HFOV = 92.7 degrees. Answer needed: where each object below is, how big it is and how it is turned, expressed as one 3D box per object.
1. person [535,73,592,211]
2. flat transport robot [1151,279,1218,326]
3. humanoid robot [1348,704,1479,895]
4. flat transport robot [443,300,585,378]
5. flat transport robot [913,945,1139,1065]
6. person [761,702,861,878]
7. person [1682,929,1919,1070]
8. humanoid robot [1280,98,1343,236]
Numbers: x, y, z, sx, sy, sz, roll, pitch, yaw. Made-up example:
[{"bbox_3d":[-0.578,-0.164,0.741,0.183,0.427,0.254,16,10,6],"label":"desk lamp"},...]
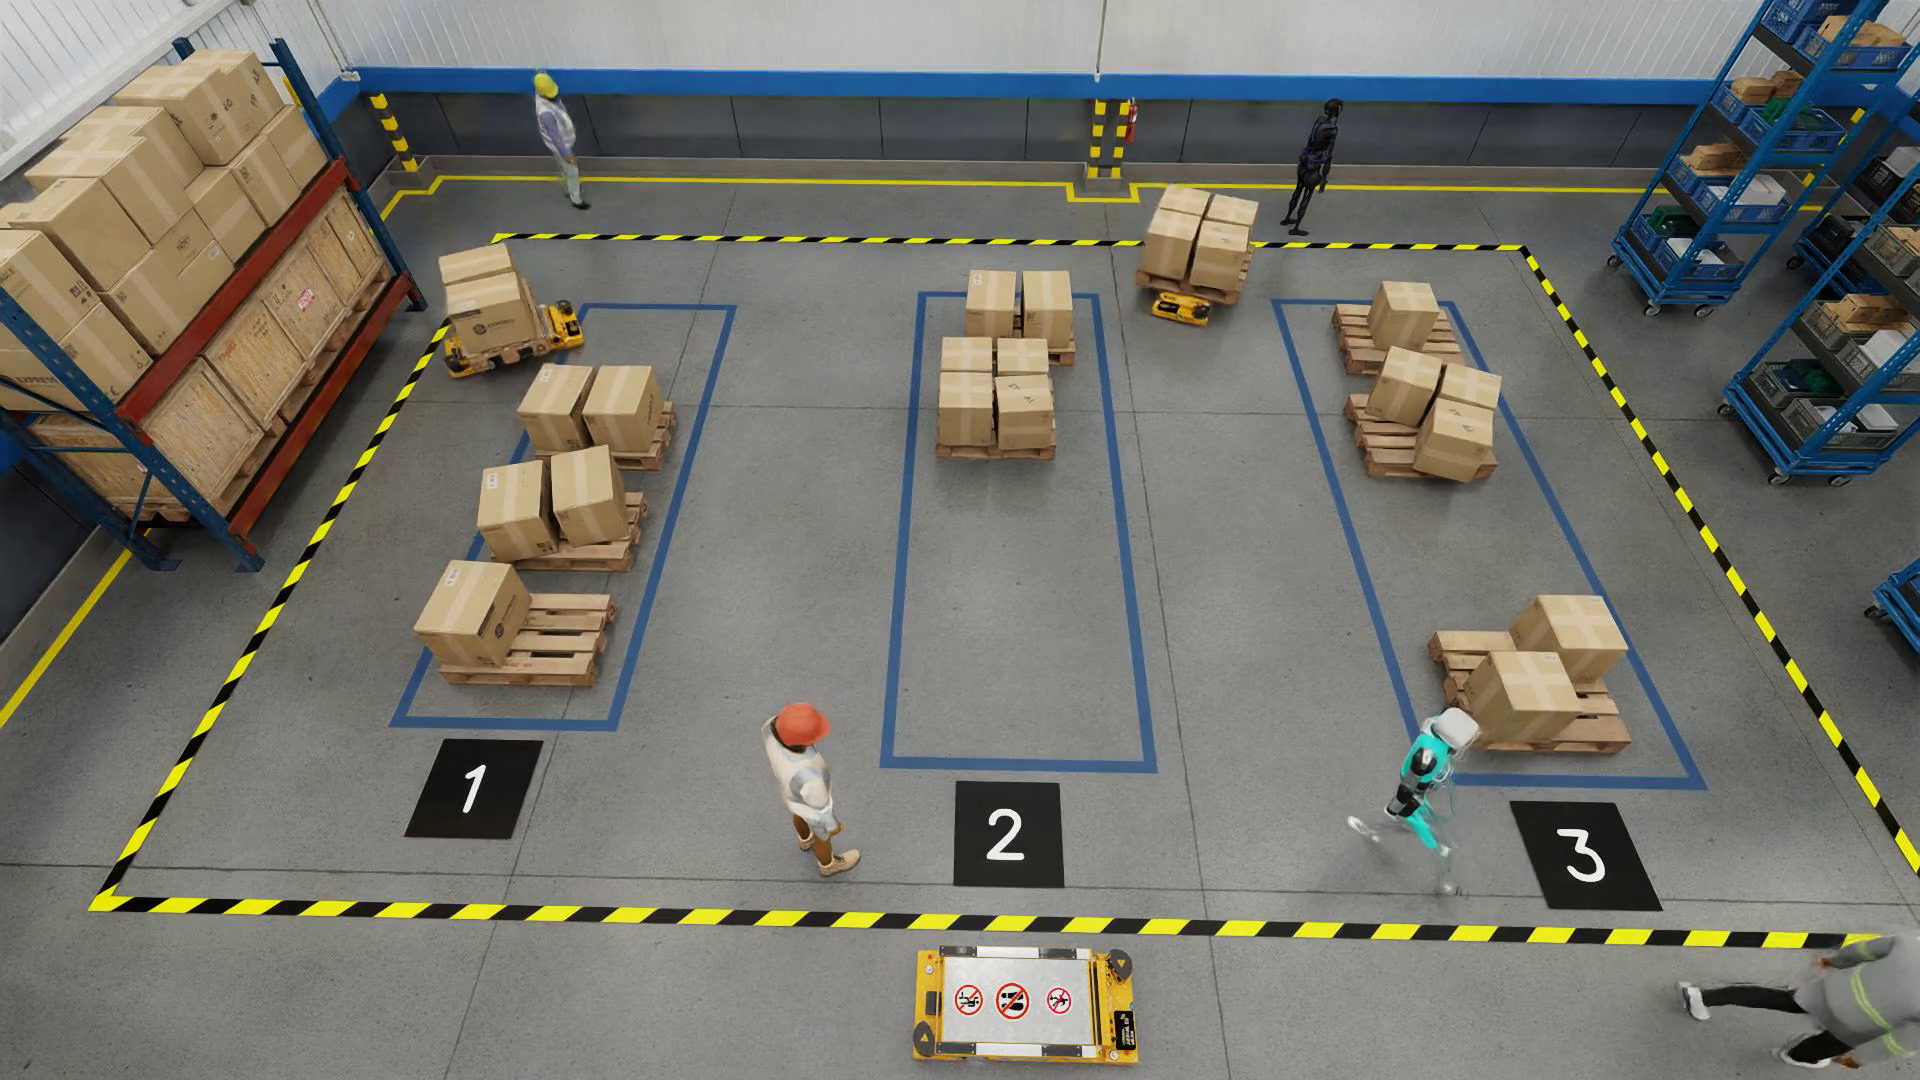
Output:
[{"bbox_3d":[-5.067,-5.086,11.655,0.444,1.784,0.717,-11,52,-9],"label":"person"},{"bbox_3d":[2.789,-3.132,11.021,0.652,0.197,1.431,16,53,13],"label":"flat transport robot"},{"bbox_3d":[3.250,1.813,6.085,0.913,1.793,0.547,34,58,25],"label":"humanoid robot"},{"bbox_3d":[-5.047,-2.287,10.332,1.431,0.197,0.652,-21,54,-16],"label":"flat transport robot"},{"bbox_3d":[0.422,3.041,6.007,1.431,0.231,0.659,1,51,1],"label":"flat transport robot"},{"bbox_3d":[-0.964,1.637,6.014,0.393,2.031,0.613,-31,57,-23],"label":"person"},{"bbox_3d":[5.135,2.680,5.311,0.861,1.810,0.628,10,52,8],"label":"person"},{"bbox_3d":[4.365,-4.616,11.328,0.315,1.659,0.599,-7,51,-6],"label":"humanoid robot"}]
